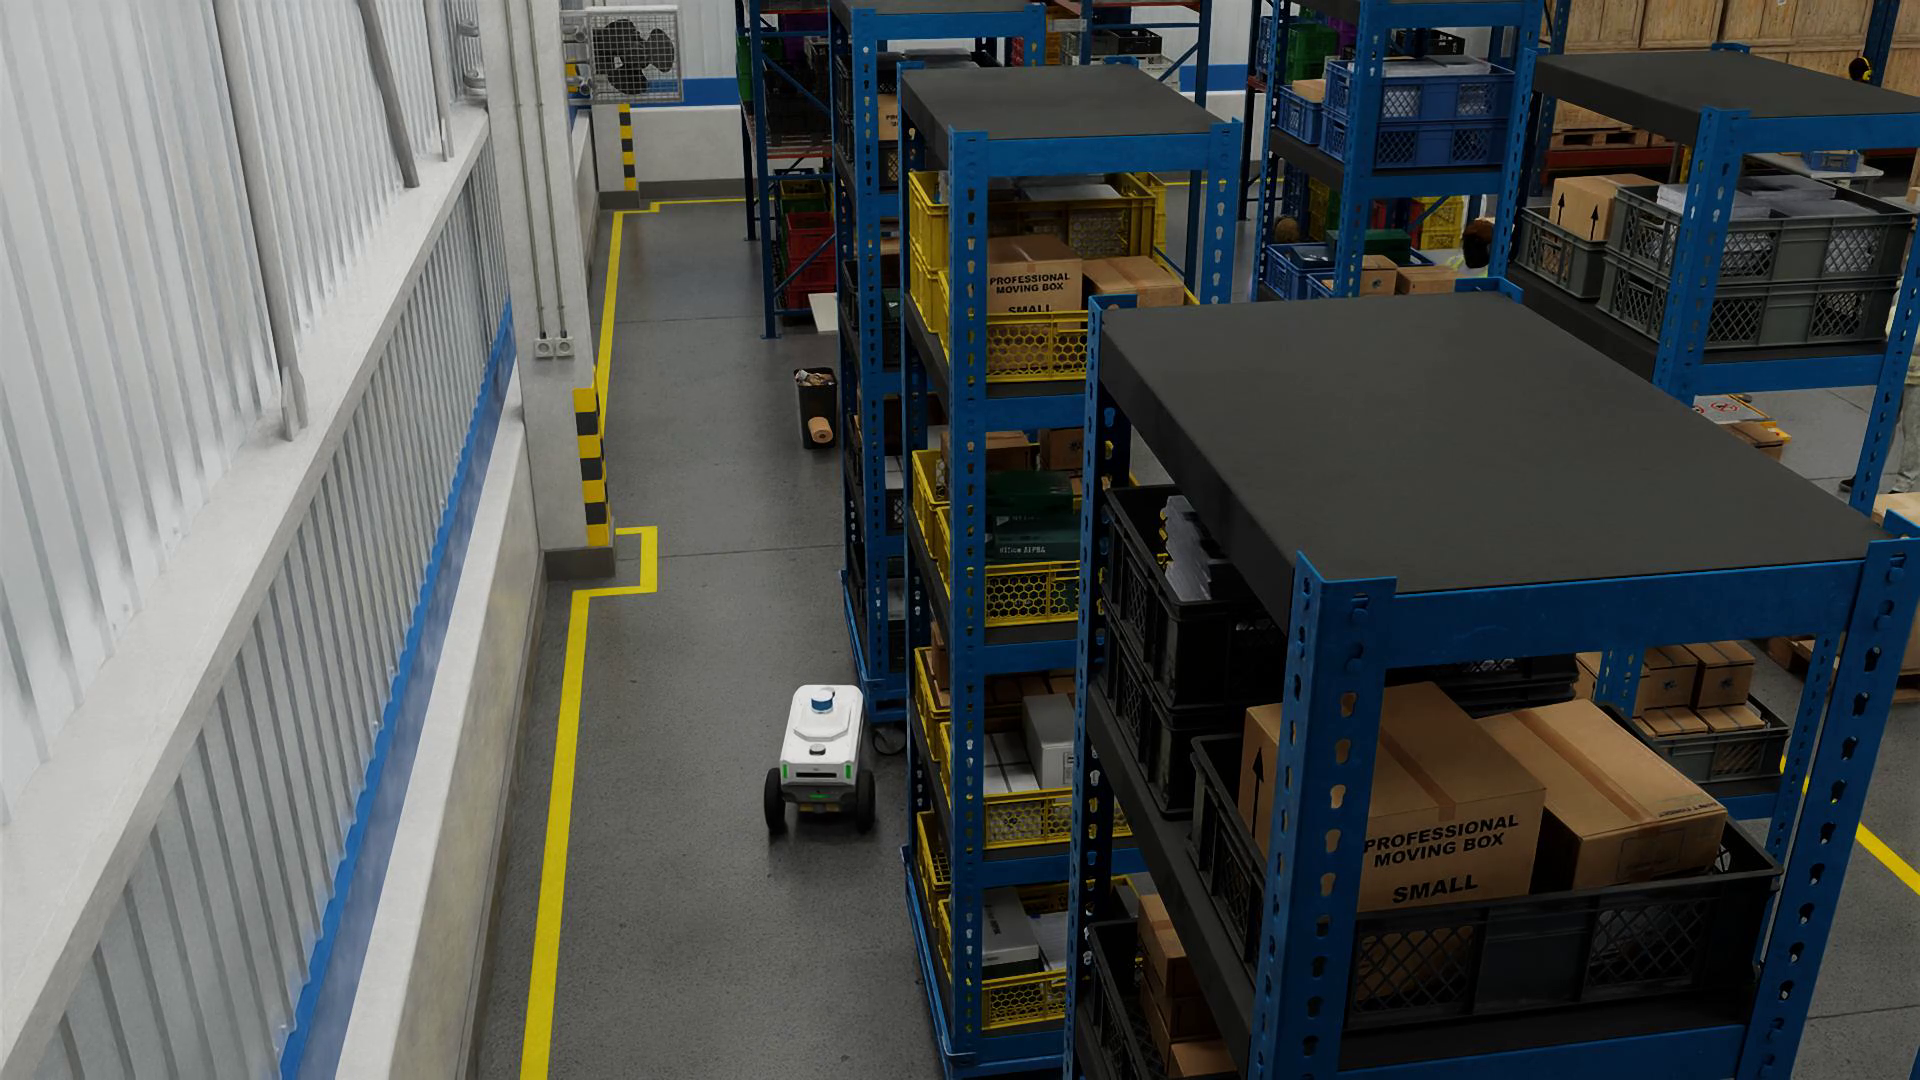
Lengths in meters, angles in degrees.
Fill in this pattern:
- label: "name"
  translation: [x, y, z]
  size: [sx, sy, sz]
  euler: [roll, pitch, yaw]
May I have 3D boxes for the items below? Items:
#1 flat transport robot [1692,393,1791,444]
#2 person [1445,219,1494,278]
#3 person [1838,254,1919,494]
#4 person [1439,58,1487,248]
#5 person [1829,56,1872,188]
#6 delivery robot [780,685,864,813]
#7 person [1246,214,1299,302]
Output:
- label: "flat transport robot"
  translation: [5.224, -0.859, 12.132]
  size: [1.431, 0.197, 0.652]
  euler: [-4, 25, -8]
- label: "person"
  translation: [3.335, -1.210, 11.038]
  size: [0.429, 1.846, 0.639]
  euler: [-14, 28, -27]
- label: "person"
  translation: [6.176, -1.104, 10.812]
  size: [0.403, 1.828, 0.595]
  euler: [-7, 26, -16]
- label: "person"
  translation: [5.190, -3.918, 16.866]
  size: [0.573, 1.884, 0.356]
  euler: [-10, 26, -20]
- label: "person"
  translation: [9.077, -3.995, 17.064]
  size: [0.328, 1.862, 0.511]
  euler: [-10, 27, -21]
- label: "delivery robot"
  translation: [-0.640, 0.935, 7.789]
  size: [0.477, 0.478, 0.707]
  euler: [0, 25, 1]
- label: "person"
  translation: [2.053, -1.145, 10.793]
  size: [0.624, 1.930, 0.380]
  euler: [-19, 31, -36]
